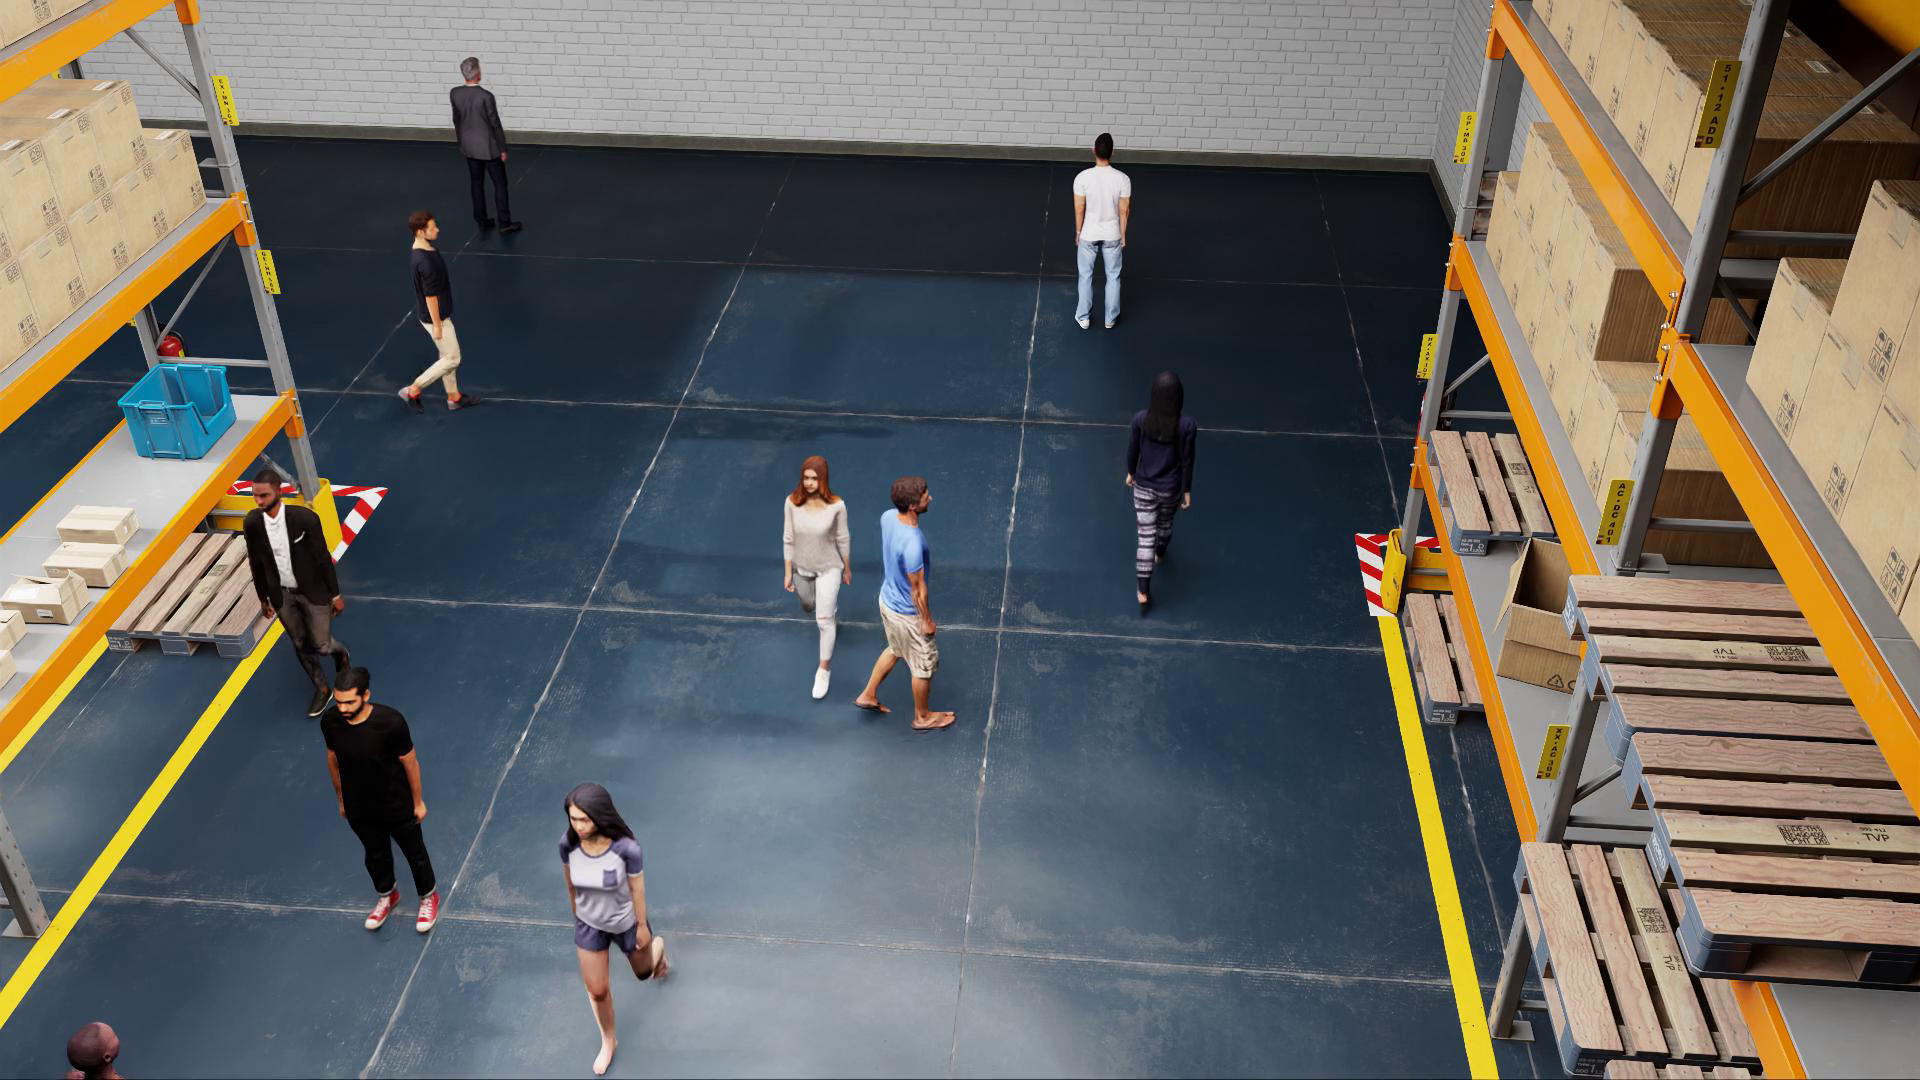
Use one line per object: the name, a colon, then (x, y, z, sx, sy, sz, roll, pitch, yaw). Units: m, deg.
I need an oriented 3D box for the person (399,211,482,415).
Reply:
person: (-4.449, -1.846, 13.822, 0.974, 1.837, 0.972, -15, 36, -21)

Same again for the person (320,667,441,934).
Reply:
person: (-3.139, 1.396, 9.019, 0.625, 1.756, 0.522, 2, 34, 3)

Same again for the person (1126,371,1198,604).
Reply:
person: (1.380, -0.343, 11.692, 0.696, 1.693, 1.101, 6, 34, 9)

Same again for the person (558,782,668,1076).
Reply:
person: (-1.720, 1.858, 8.388, 0.601, 1.684, 0.969, 5, 34, 7)

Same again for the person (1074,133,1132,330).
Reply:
person: (1.293, -2.826, 15.270, 0.670, 1.866, 0.556, 2, 34, 3)

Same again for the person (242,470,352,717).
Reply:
person: (-4.191, 0.297, 10.643, 0.686, 1.789, 0.708, 1, 34, 1)

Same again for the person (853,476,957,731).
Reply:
person: (-0.375, 0.401, 10.396, 0.926, 1.889, 0.927, -13, 36, -19)

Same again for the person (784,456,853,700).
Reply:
person: (-0.936, 0.144, 10.969, 0.666, 1.681, 1.080, 7, 34, 10)

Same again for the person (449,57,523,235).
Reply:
person: (-4.934, -4.068, 17.167, 0.768, 1.835, 0.672, 10, 35, 14)
